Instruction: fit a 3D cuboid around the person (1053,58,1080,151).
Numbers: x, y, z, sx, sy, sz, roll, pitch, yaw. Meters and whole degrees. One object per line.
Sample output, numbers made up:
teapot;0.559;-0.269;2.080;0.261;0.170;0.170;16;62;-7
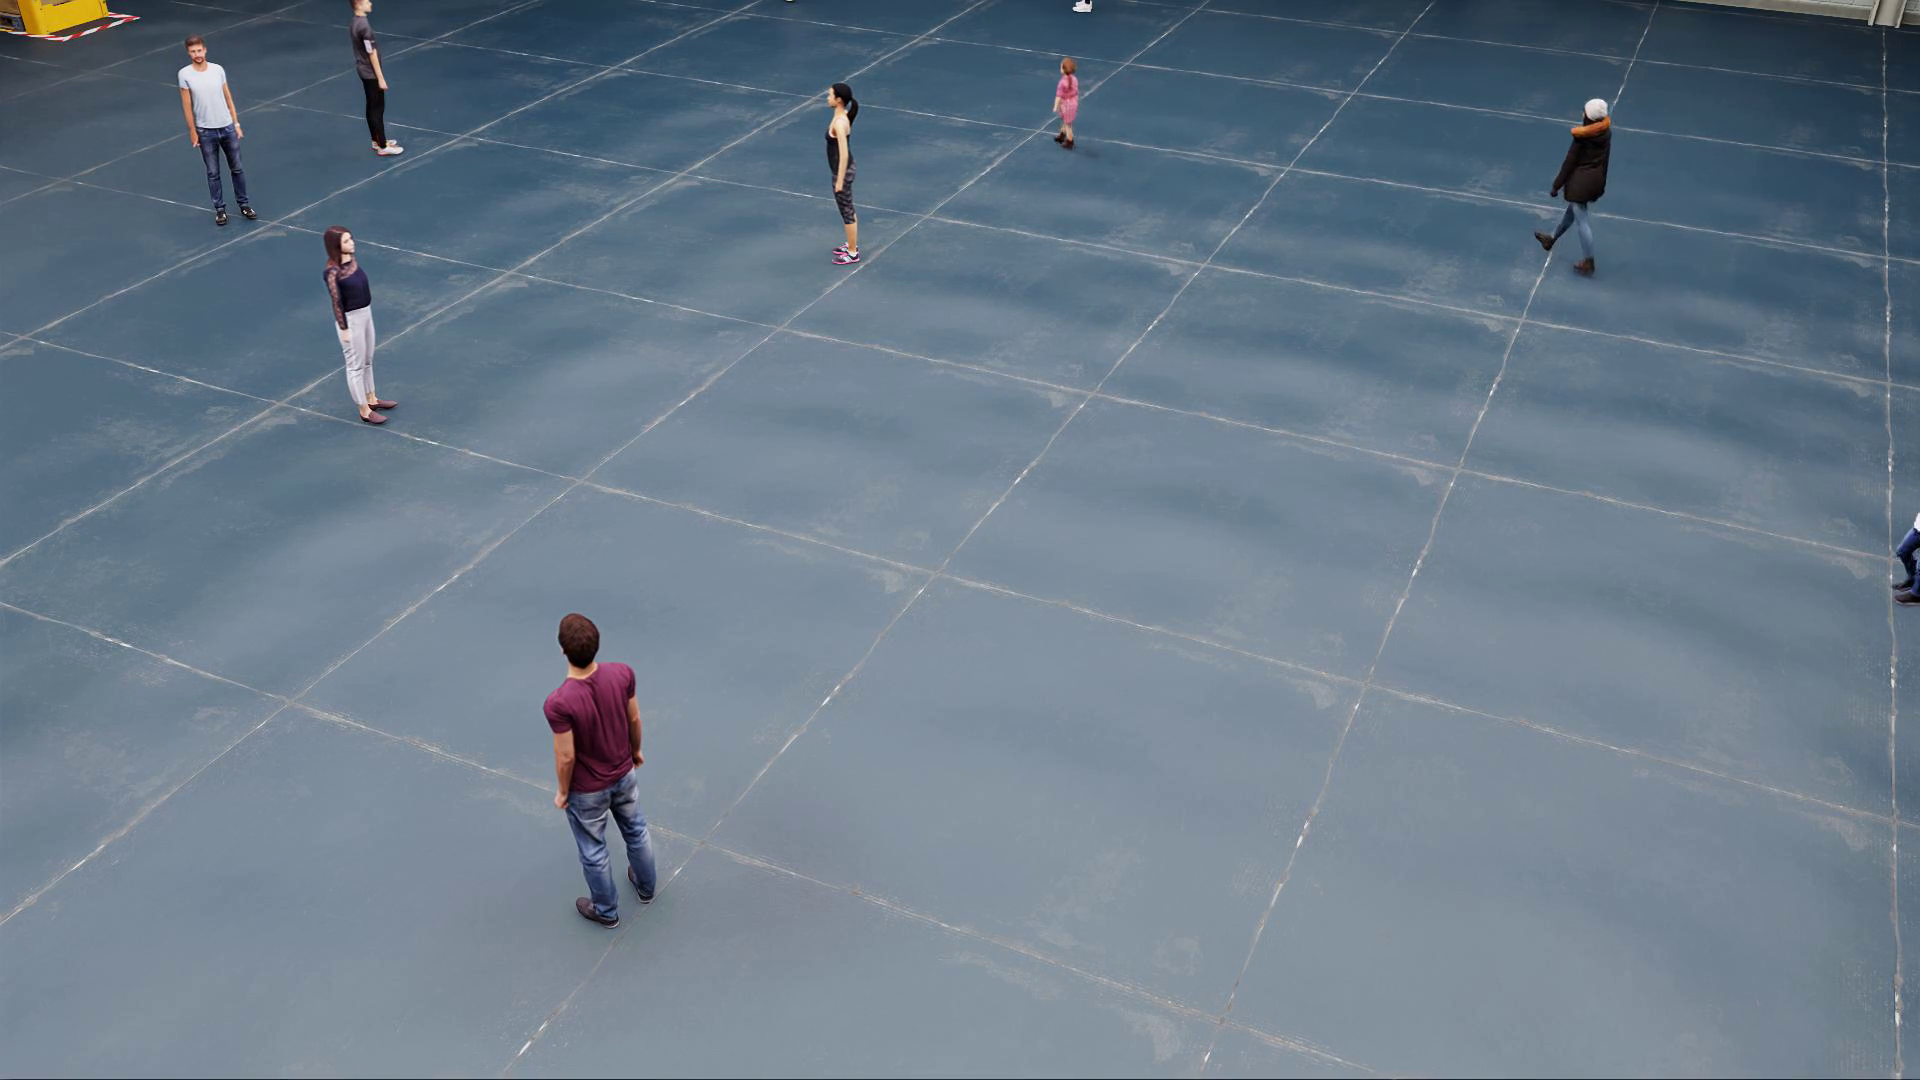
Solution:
person;1.239;-4.888;18.688;0.553;1.013;0.651;-26;40;-34

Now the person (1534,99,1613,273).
person;5.905;-3.293;15.614;1.021;1.596;1.158;-17;36;-24

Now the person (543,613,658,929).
person;-1.801;1.153;8.322;0.728;1.855;0.683;-27;41;-36

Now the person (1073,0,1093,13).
person;1.799;-8.396;23.565;0.581;1.743;0.618;9;33;14

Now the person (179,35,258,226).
person;-7.465;-4.122;16.676;0.720;1.865;0.719;-19;37;-28

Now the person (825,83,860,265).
person;-1.094;-3.481;15.785;0.652;1.730;0.642;0;32;1

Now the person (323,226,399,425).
person;-4.743;-1.705;13.085;0.653;1.607;0.667;2;32;3

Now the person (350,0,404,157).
person;-6.531;-5.178;18.445;0.777;1.763;0.677;-16;36;-24

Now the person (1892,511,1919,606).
person;6.445;-0.058;10.946;0.565;1.104;0.519;0;32;1
